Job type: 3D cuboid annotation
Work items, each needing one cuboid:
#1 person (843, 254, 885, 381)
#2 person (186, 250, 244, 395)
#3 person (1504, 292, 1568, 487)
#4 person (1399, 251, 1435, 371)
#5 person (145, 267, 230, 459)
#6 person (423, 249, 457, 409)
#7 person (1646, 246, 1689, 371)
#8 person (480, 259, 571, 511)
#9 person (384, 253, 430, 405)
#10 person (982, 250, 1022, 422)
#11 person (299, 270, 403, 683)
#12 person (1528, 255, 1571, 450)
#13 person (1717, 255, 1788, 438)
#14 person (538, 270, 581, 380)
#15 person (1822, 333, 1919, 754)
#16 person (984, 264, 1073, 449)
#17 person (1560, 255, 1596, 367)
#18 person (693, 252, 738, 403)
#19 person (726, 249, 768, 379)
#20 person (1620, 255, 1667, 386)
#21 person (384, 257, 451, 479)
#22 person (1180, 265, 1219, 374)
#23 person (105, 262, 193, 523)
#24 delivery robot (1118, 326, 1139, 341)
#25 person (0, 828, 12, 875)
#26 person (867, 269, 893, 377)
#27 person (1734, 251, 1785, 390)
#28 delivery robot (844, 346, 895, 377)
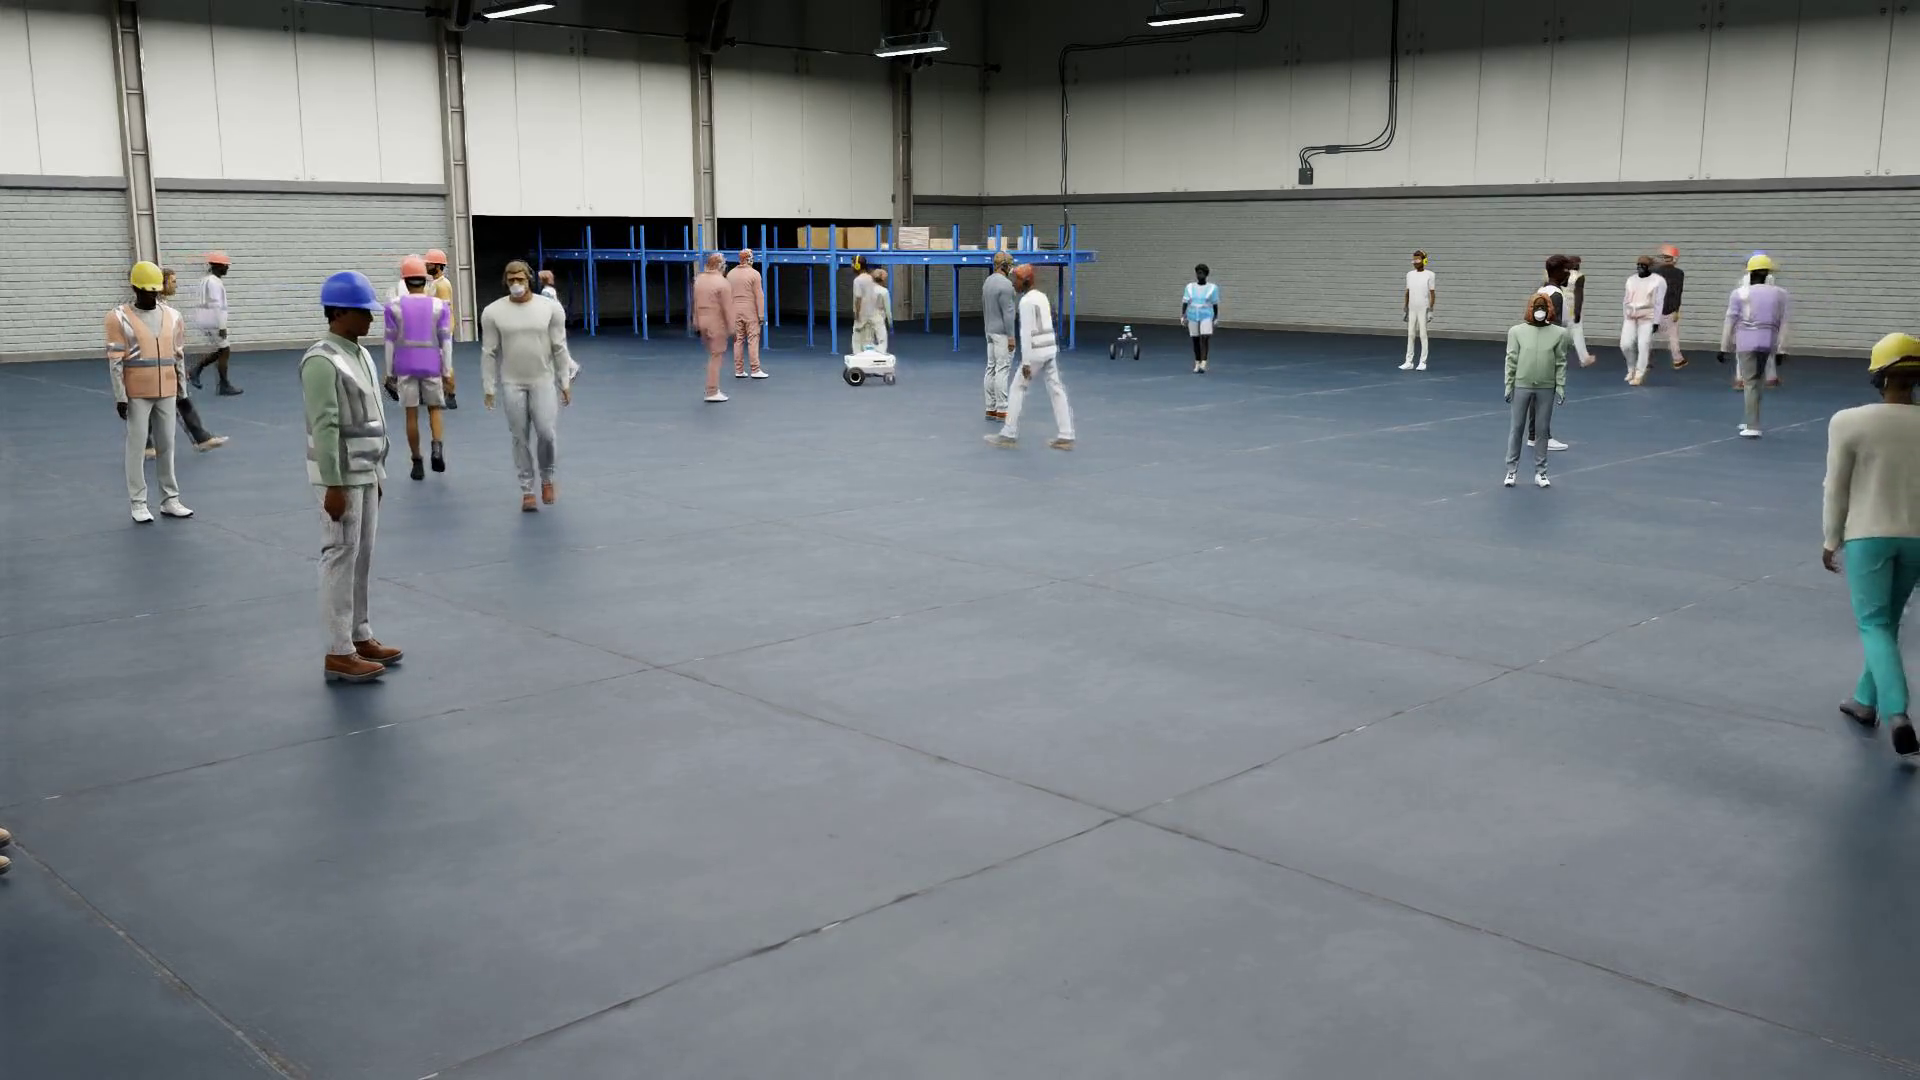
[{"bbox_3d":[-1.350,-3.216,24.094,0.620,1.851,0.565,5,12,25],"label":"person"},{"bbox_3d":[-9.961,-2.889,22.133,0.630,1.912,0.576,-5,12,-26],"label":"person"},{"bbox_3d":[4.863,-1.273,14.080,0.498,1.634,0.281,2,11,11],"label":"person"},{"bbox_3d":[7.217,-3.611,26.184,0.329,1.871,0.513,-10,14,-43],"label":"person"},{"bbox_3d":[-7.486,-1.692,15.896,0.921,1.801,0.542,-5,11,-24],"label":"person"},{"bbox_3d":[-6.385,-2.584,20.389,0.347,1.943,0.545,-6,12,-28],"label":"person"},{"bbox_3d":[11.104,-3.638,26.157,1.040,1.933,0.640,-7,12,-34],"label":"person"},{"bbox_3d":[-3.335,-1.180,12.769,0.659,1.923,0.441,-2,11,-9],"label":"person"},{"bbox_3d":[-6.876,-2.616,20.728,0.553,1.897,0.768,3,11,17],"label":"person"},{"bbox_3d":[0.471,-2.340,19.073,0.372,1.939,0.631,-5,11,-24],"label":"person"},{"bbox_3d":[-2.923,-0.314,7.999,0.409,1.943,0.615,0,10,-2],"label":"person"},{"bbox_3d":[5.872,-1.875,16.585,0.392,1.919,0.591,1,10,5],"label":"person"},{"bbox_3d":[8.352,-2.055,17.604,0.594,1.896,0.792,-1,10,-3],"label":"person"},{"bbox_3d":[-5.928,-3.119,24.181,0.742,1.614,0.513,-2,11,-8],"label":"person"},{"bbox_3d":[3.897,0.005,6.902,0.526,1.712,0.865,2,11,9],"label":"person"},{"bbox_3d":[0.707,-1.816,16.546,0.851,1.822,0.606,5,12,27],"label":"person"},{"bbox_3d":[9.755,-3.636,26.517,0.941,1.791,0.657,-6,12,-28],"label":"person"},{"bbox_3d":[-3.069,-2.711,21.213,0.681,1.885,0.559,10,14,43],"label":"person"},{"bbox_3d":[-3.154,-3.360,24.720,0.640,1.909,0.409,6,12,29],"label":"person"},{"bbox_3d":[9.633,-3.098,23.515,0.435,1.827,0.621,-9,14,-40],"label":"person"},{"bbox_3d":[-4.746,-1.505,14.576,0.552,1.923,0.395,-4,11,-21],"label":"person"},{"bbox_3d":[3.647,-3.369,25.430,0.548,1.656,0.838,4,11,23],"label":"person"},{"bbox_3d":[-6.015,-1.105,12.394,0.392,1.916,0.587,7,13,34],"label":"person"},{"bbox_3d":[2.887,-3.573,28.716,0.335,0.223,0.698,3,11,15],"label":"delivery robot"},{"bbox_3d":[-3.378,0.270,5.487,0.318,1.699,0.535,-5,12,-27],"label":"person"},{"bbox_3d":[-1.258,-3.216,24.723,0.630,1.614,0.402,7,12,32],"label":"person"},{"bbox_3d":[11.032,-3.005,22.818,0.821,1.889,0.673,-3,11,-14],"label":"person"},{"bbox_3d":[-1.284,-2.530,23.722,0.707,0.478,0.477,-1,10,-8],"label":"delivery robot"}]
